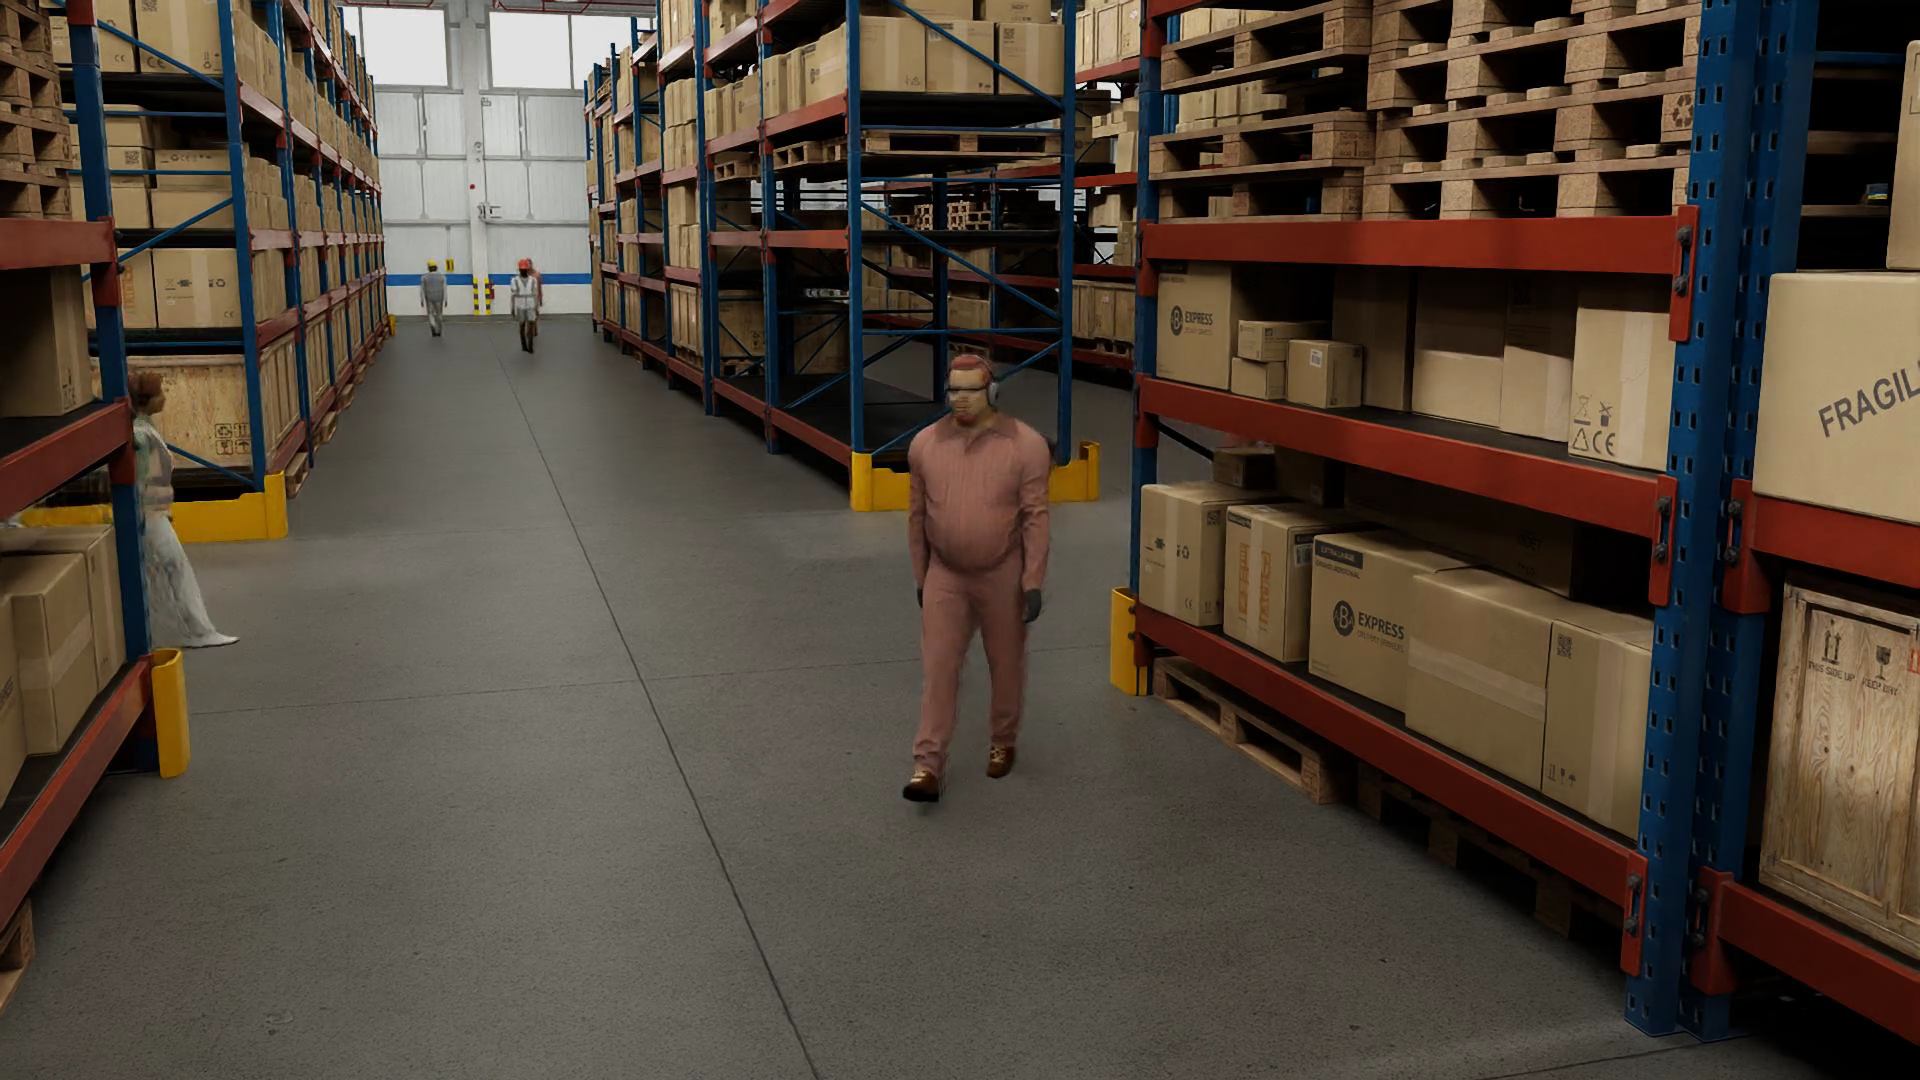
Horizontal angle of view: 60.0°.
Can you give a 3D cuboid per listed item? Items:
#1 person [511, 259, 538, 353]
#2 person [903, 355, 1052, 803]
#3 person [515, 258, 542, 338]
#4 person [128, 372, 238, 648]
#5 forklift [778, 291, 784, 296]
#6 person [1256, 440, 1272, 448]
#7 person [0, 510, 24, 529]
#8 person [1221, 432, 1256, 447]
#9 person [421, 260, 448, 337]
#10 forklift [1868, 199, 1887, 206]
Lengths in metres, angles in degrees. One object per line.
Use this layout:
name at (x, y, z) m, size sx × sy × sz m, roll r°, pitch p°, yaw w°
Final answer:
person at (-8.888, -4.784, 33.983) m, size 0.555 × 1.907 × 0.912 m, roll -3°, pitch 11°, yaw -17°
person at (0.054, 0.167, 6.963) m, size 0.645 × 1.860 × 0.977 m, roll 2°, pitch 11°, yaw 12°
person at (-10.137, -5.698, 39.119) m, size 0.636 × 1.873 × 0.900 m, roll 2°, pitch 10°, yaw 10°
person at (-4.635, -0.147, 9.383) m, size 0.841 × 1.604 × 0.541 m, roll -5°, pitch 12°, yaw -26°
forklift at (-4.741, -7.210, 44.594) m, size 1.873 × 2.768 × 1.129 m, roll -3°, pitch 11°, yaw -17°
person at (1.992, -0.449, 10.172) m, size 0.443 × 1.926 × 0.629 m, roll 2°, pitch 10°, yaw 9°
person at (-4.998, -0.145, 8.339) m, size 1.097 × 1.968 × 0.618 m, roll -6°, pitch 12°, yaw -31°
person at (2.189, -0.934, 12.917) m, size 0.588 × 1.889 × 0.641 m, roll 2°, pitch 11°, yaw 11°
person at (-12.333, -5.662, 39.037) m, size 0.615 × 1.814 × 0.534 m, roll -4°, pitch 11°, yaw -21°
forklift at (11.338, -2.915, 21.052) m, size 1.129 × 2.768 × 1.873 m, roll -3°, pitch 11°, yaw -17°
